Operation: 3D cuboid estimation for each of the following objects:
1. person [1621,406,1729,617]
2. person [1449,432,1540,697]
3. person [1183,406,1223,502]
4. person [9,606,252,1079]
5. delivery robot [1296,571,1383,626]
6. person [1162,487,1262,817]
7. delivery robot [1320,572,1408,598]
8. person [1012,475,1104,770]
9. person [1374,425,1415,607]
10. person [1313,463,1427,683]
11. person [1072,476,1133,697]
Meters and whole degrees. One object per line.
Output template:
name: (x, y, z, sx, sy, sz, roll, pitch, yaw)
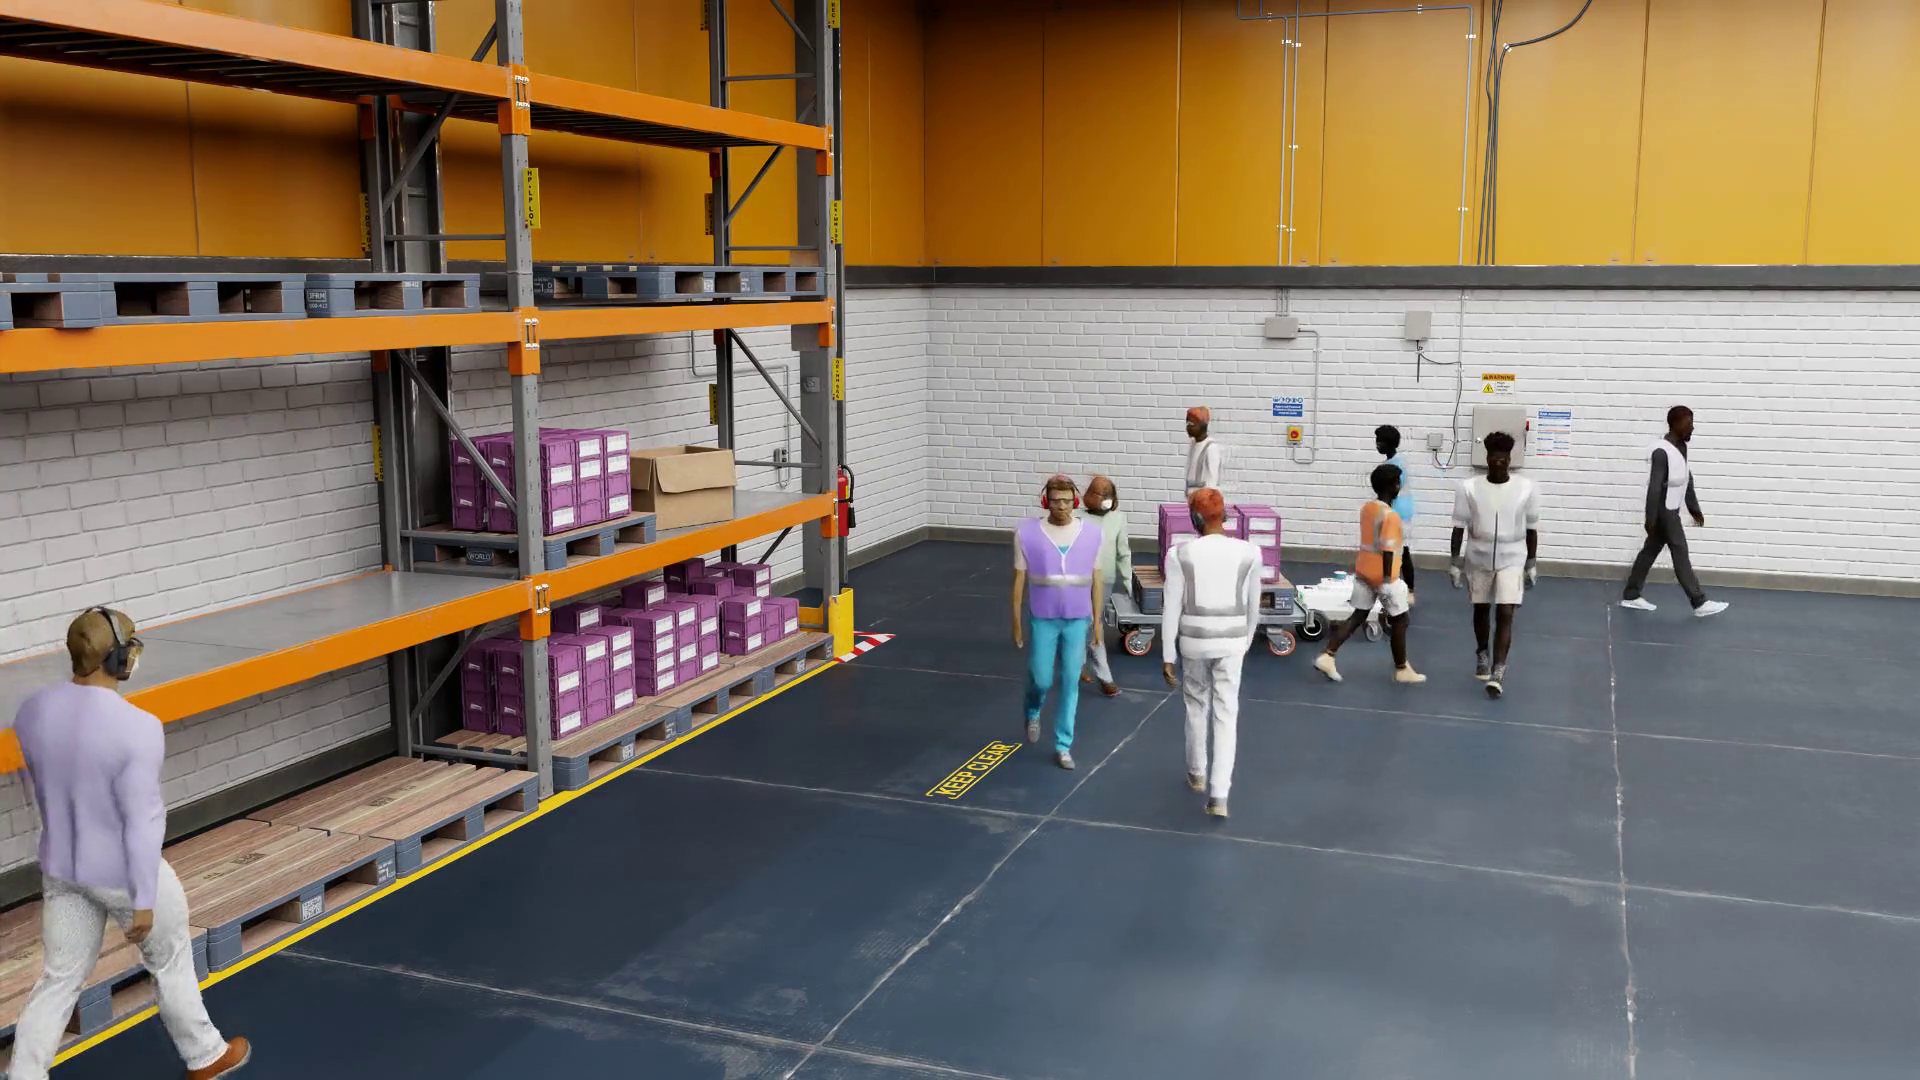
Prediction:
person: (6.418, -0.246, 14.848, 0.979, 1.843, 0.609, 7, 12, 39)
person: (3.893, 0.157, 12.153, 0.613, 1.899, 1.022, 3, 10, 20)
person: (2.077, -0.283, 15.075, 0.857, 1.851, 0.607, -2, 9, -12)
person: (-3.026, 1.165, 5.888, 0.639, 1.901, 0.980, 2, 9, 15)
delivery robot: (3.172, 0.507, 13.892, 0.707, 0.478, 0.477, 1, 9, 7)
person: (1.429, 0.622, 9.490, 0.559, 1.839, 0.910, 1, 9, 5)
delivery robot: (3.446, 0.453, 14.229, 0.707, 0.478, 0.477, 1, 9, 6)
person: (0.602, 0.485, 10.360, 0.566, 1.824, 0.563, -1, 9, -8)
person: (3.913, -0.214, 15.192, 0.587, 1.658, 0.555, 1, 9, 3)
person: (3.044, 0.254, 12.309, 0.824, 1.669, 0.541, -2, 9, -12)
person: (1.009, 0.314, 12.175, 0.502, 1.573, 0.876, -5, 10, -27)
